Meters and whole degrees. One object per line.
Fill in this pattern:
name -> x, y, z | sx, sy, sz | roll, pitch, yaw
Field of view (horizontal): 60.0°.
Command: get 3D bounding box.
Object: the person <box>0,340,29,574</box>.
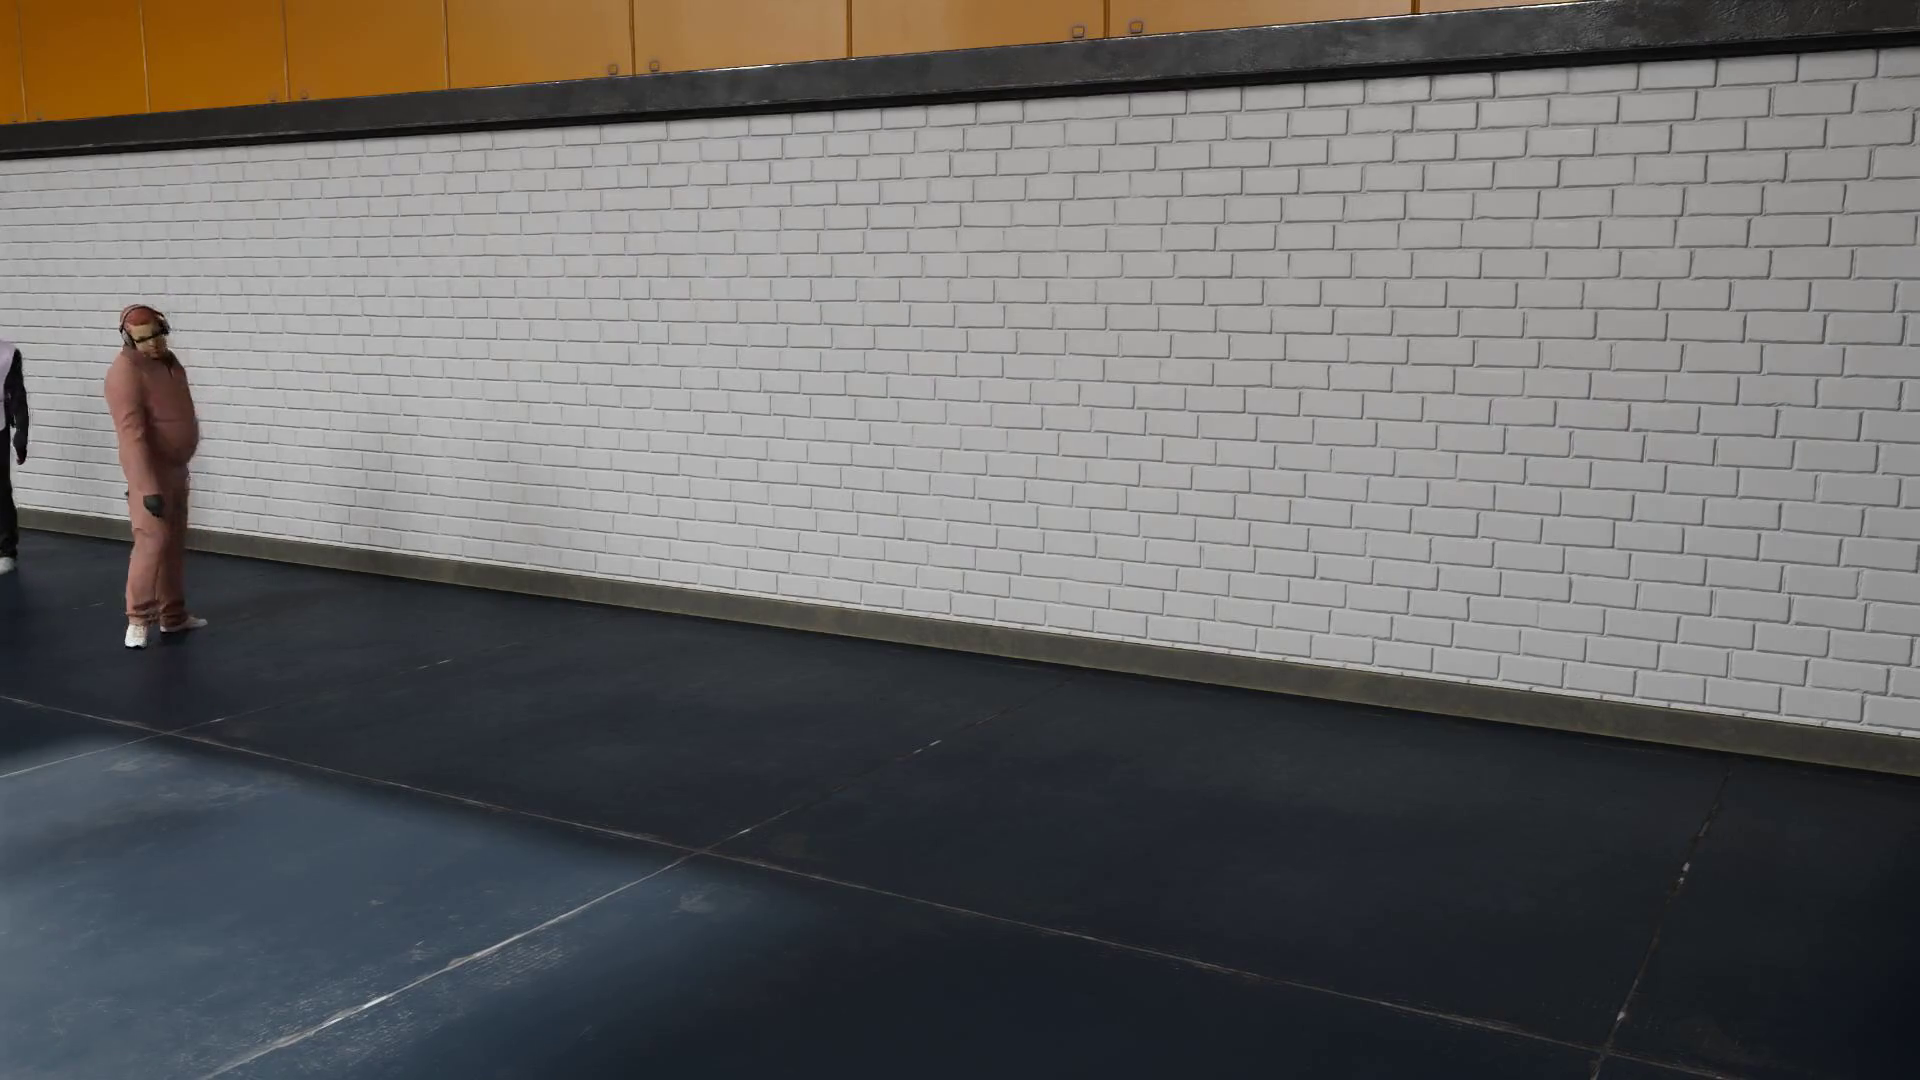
person -> -6.584, -0.700, 11.154 | 0.669, 1.891, 0.459 | -2, 9, -10

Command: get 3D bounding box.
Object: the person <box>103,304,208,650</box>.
person -> -4.382, -0.360, 9.156 | 0.396, 1.864, 0.725 | -1, 9, -4
